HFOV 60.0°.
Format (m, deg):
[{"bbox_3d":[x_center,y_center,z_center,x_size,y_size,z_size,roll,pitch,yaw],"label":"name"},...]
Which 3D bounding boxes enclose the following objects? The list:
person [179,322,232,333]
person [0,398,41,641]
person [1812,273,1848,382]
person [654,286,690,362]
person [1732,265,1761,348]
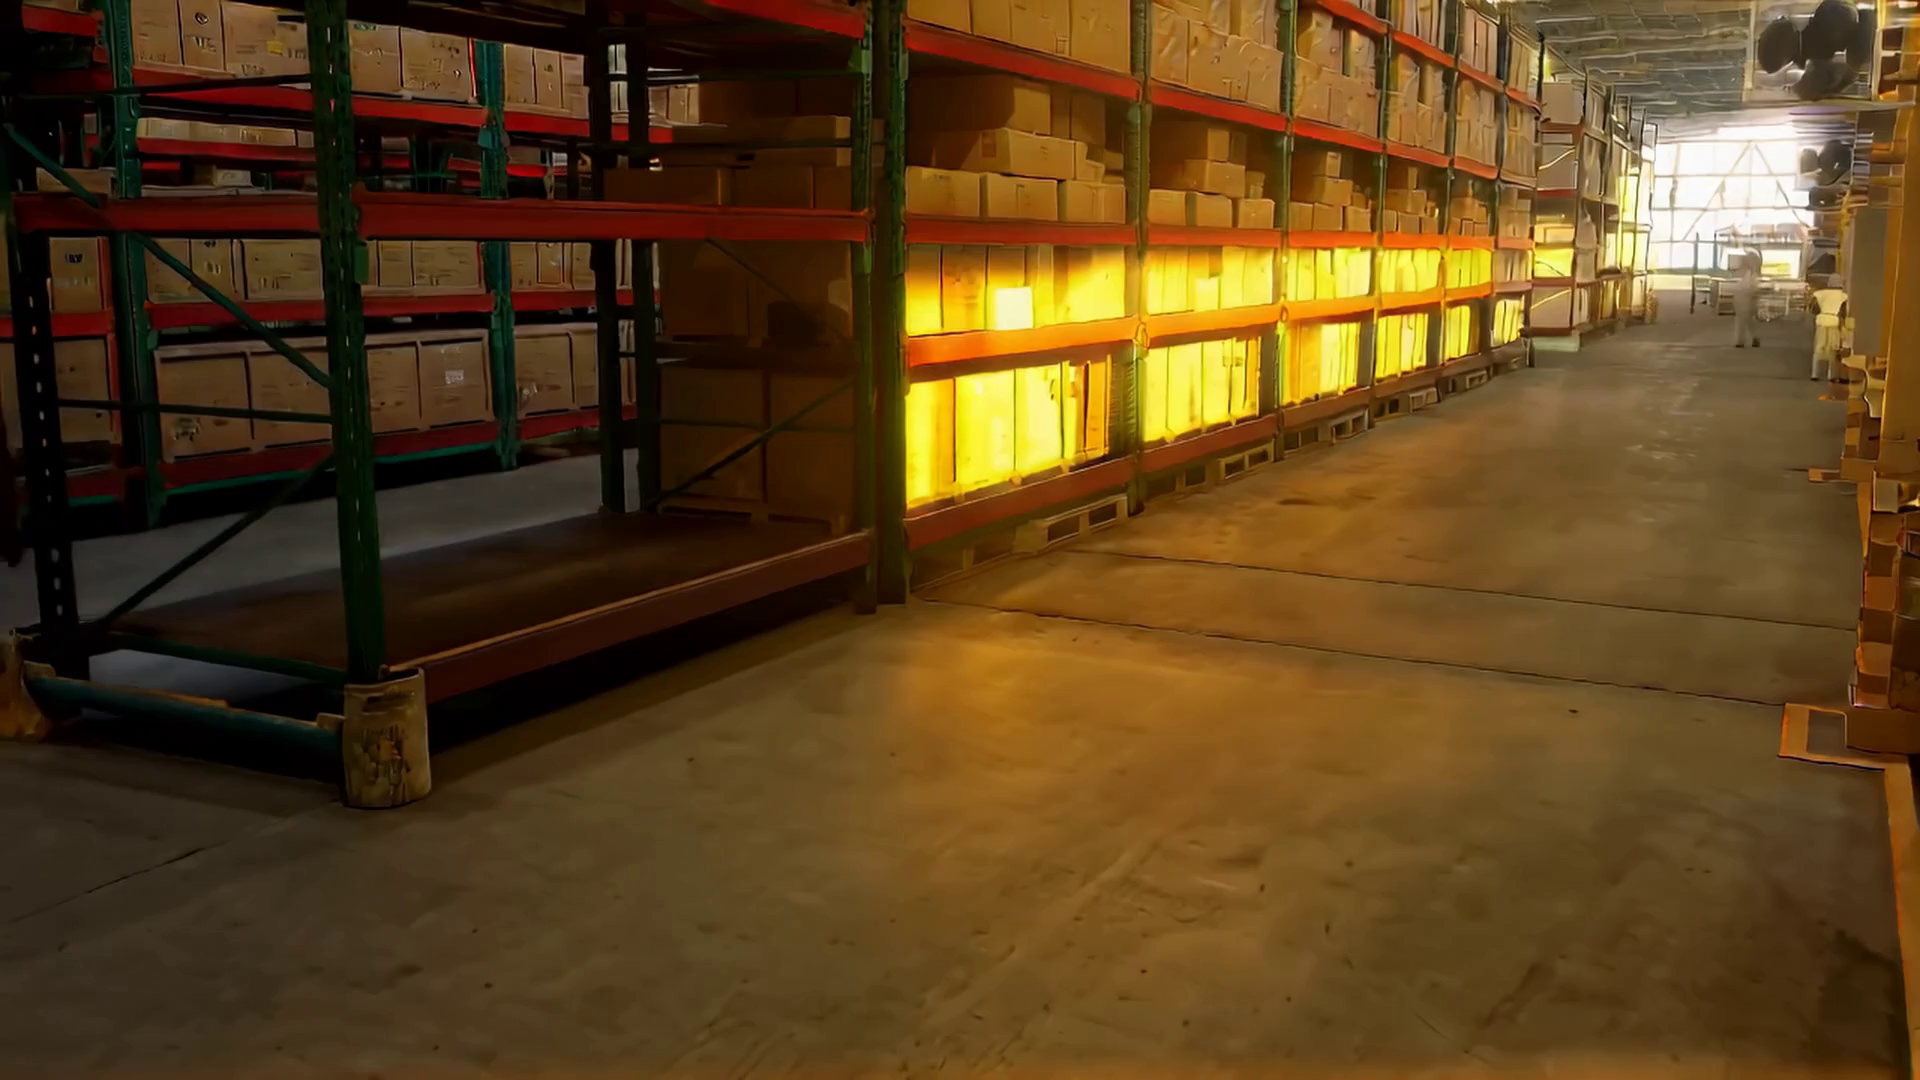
[{"bbox_3d":[-8.302,-1.886,18.108,0.650,1.893,0.967,4,10,20],"label":"person"},{"bbox_3d":[-4.717,-0.106,7.895,0.648,1.869,0.741,4,11,24],"label":"person"},{"bbox_3d":[14.672,-3.574,28.072,0.560,1.837,0.387,10,14,44],"label":"person"},{"bbox_3d":[-2.580,-1.368,15.156,0.552,1.879,0.884,3,10,19],"label":"person"},{"bbox_3d":[17.975,-5.322,38.017,0.511,1.896,0.649,-4,11,-23],"label":"person"}]
